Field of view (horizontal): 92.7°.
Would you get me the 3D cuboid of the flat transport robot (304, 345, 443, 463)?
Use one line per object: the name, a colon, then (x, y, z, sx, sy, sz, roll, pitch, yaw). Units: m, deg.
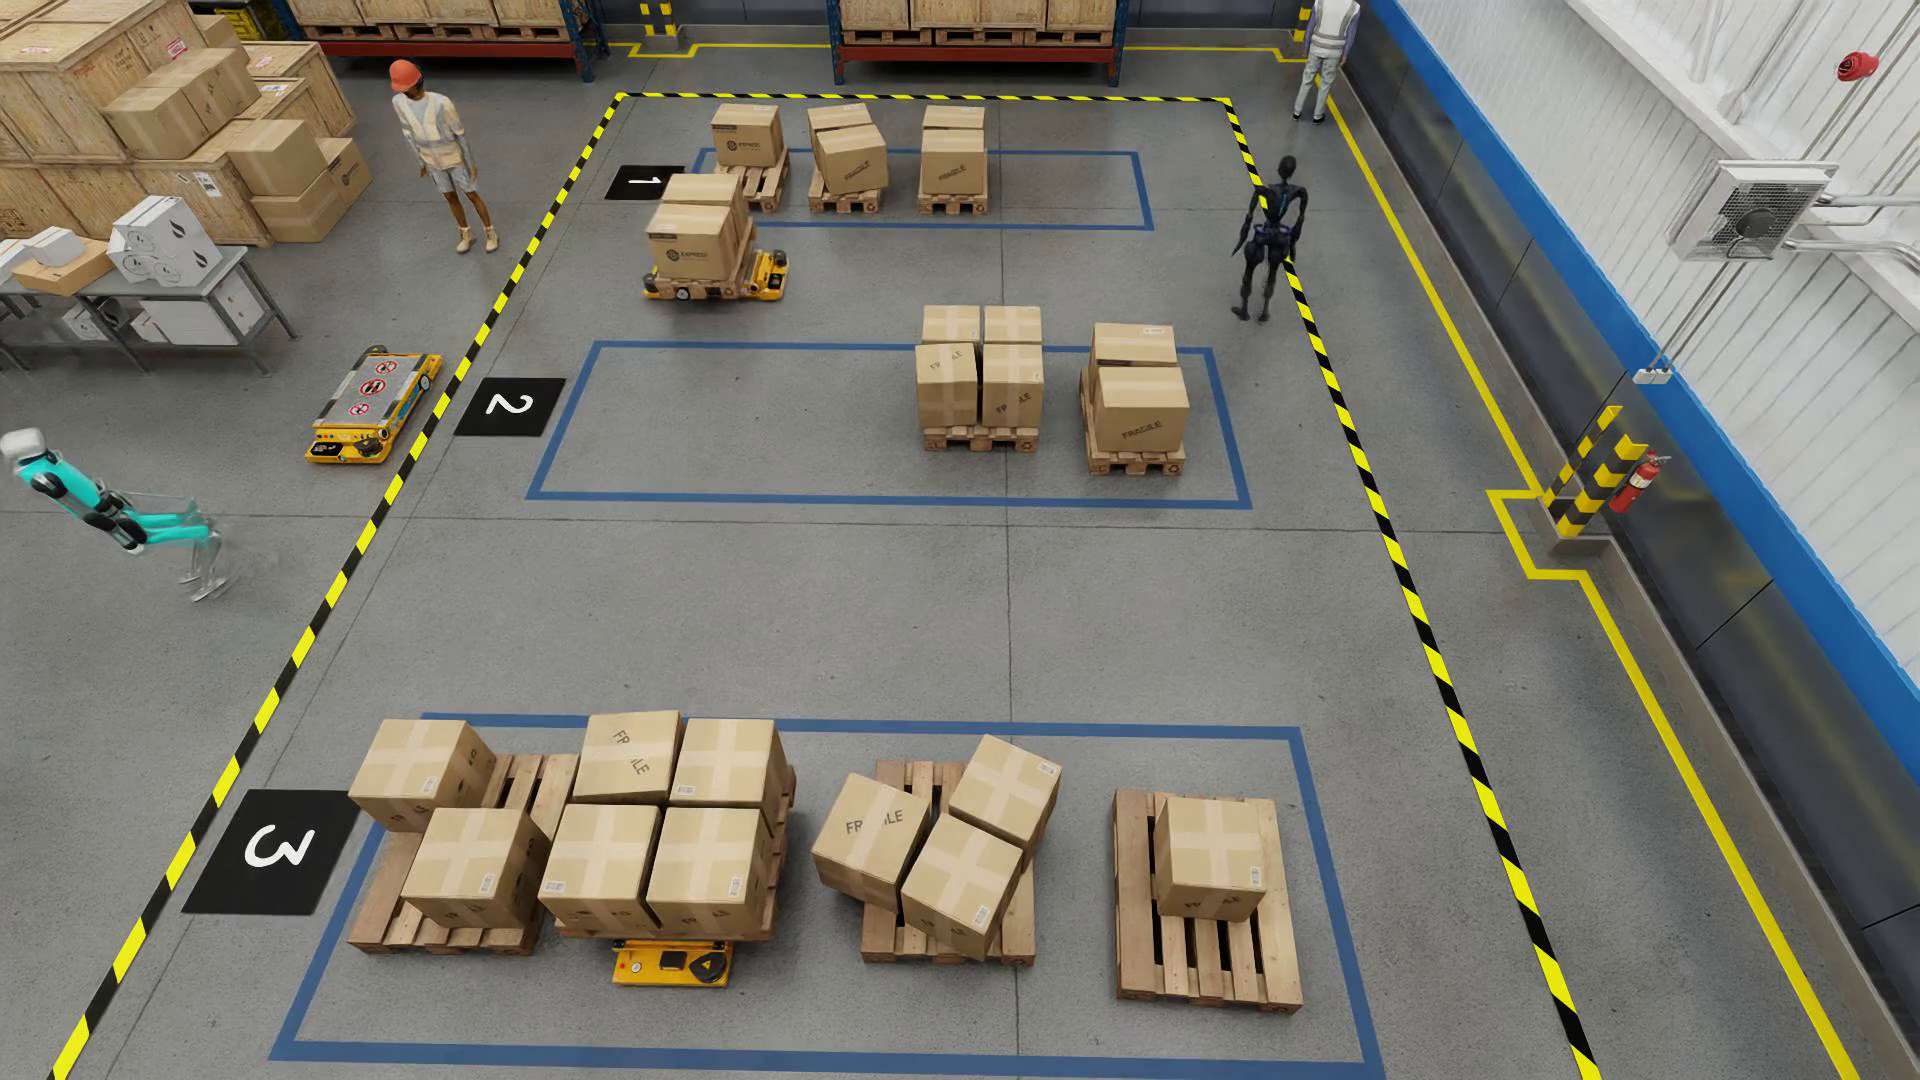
flat transport robot: (-5.383, -1.269, 8.441, 0.659, 0.231, 1.431, 1, 50, 1)

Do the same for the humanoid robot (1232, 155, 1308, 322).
humanoid robot: (2.988, -2.861, 8.868, 0.612, 1.642, 0.454, 2, 50, 2)

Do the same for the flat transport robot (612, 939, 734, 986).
flat transport robot: (-1.659, 1.971, 5.681, 0.652, 0.197, 1.431, 1, 50, 1)

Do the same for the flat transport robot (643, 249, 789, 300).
flat transport robot: (-2.584, -2.839, 9.751, 1.431, 0.197, 0.652, 1, 50, 1)

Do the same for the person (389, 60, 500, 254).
person: (-5.375, -3.948, 9.554, 0.604, 2.033, 0.388, -1, 50, 0)

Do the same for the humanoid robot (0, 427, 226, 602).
humanoid robot: (-5.798, -0.232, 6.513, 0.735, 1.677, 0.533, -36, 58, -26)

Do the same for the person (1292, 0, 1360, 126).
person: (4.644, -6.217, 11.599, 0.595, 1.837, 0.404, 23, 54, 18)
